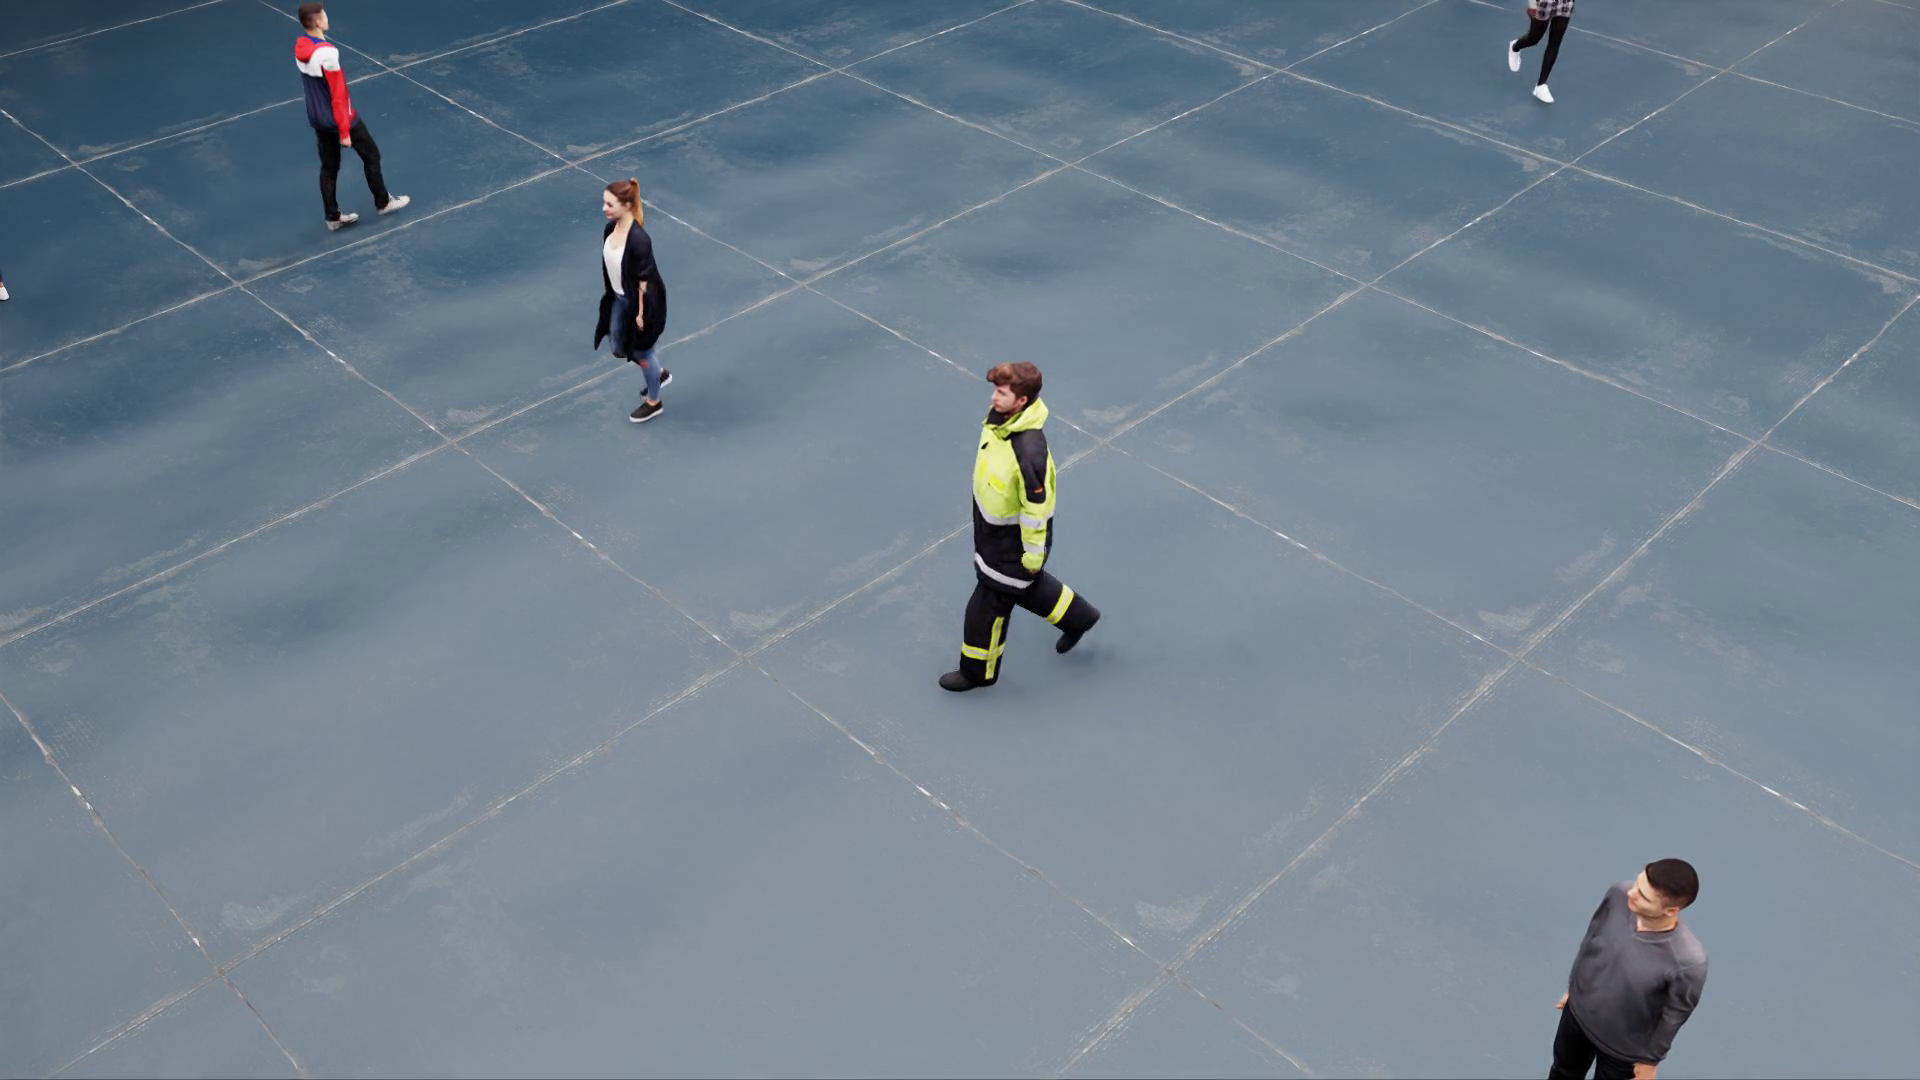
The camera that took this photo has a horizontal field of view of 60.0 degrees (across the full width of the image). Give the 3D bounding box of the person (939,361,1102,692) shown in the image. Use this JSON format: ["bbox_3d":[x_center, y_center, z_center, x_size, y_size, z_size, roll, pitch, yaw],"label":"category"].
[{"bbox_3d":[0.343,-0.069,8.446,1.310,1.950,1.132,-9,38,-12],"label":"person"}]

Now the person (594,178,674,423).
[{"bbox_3d":[-1.985,-1.528,10.592,0.692,1.675,0.605,-29,46,-33],"label":"person"}]

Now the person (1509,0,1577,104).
[{"bbox_3d":[5.287,-4.877,14.931,1.053,1.755,1.028,-7,38,-10],"label":"person"}]

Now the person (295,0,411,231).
[{"bbox_3d":[-4.862,-3.186,12.726,0.712,1.733,0.932,27,45,31],"label":"person"}]

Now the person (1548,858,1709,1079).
[{"bbox_3d":[2.431,1.780,6.170,0.656,1.761,0.683,-17,40,-21],"label":"person"}]
